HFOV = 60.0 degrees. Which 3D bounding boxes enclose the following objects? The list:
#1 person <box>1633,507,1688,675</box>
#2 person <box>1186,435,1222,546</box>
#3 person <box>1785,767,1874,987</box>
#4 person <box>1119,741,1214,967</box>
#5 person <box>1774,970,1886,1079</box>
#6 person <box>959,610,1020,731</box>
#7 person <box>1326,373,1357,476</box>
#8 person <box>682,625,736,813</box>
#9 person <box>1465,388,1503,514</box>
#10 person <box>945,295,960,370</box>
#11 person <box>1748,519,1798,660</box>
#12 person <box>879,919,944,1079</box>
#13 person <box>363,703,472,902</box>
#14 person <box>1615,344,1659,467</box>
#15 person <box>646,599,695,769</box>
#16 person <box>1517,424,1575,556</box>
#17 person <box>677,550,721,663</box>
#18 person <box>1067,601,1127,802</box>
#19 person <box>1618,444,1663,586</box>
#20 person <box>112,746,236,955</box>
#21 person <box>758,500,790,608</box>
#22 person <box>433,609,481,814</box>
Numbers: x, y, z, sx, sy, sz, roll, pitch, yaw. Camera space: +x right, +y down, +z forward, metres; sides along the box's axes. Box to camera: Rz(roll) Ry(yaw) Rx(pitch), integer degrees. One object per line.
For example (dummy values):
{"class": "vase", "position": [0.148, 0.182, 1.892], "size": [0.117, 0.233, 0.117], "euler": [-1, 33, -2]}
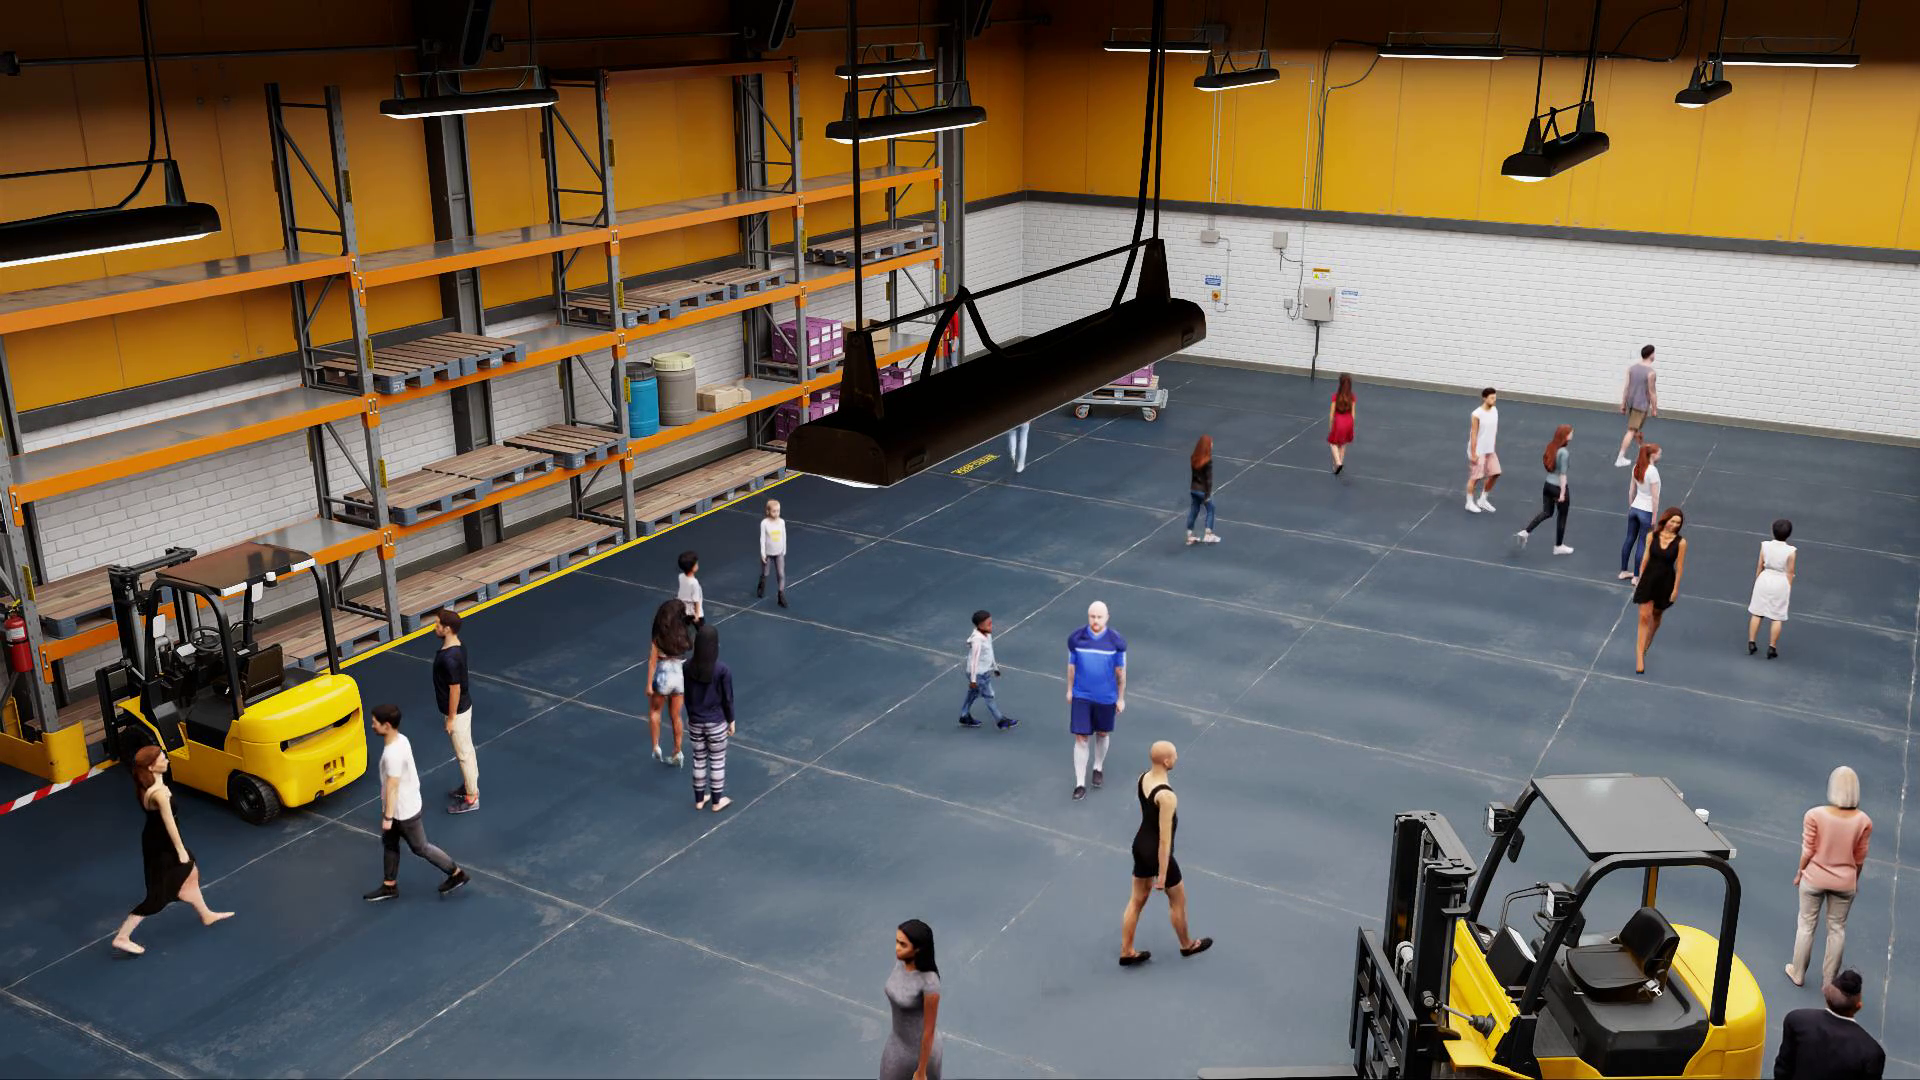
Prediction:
{"class": "person", "position": [7.428, 0.521, 17.647], "size": [0.597, 1.765, 1.163], "euler": [12, 22, 31]}
{"class": "person", "position": [3.073, -0.631, 21.537], "size": [0.778, 1.465, 0.700], "euler": [-14, 23, -37]}
{"class": "person", "position": [6.278, 2.438, 12.018], "size": [0.651, 1.724, 0.605], "euler": [5, 19, 15]}
{"class": "person", "position": [1.341, 2.339, 12.212], "size": [1.097, 1.789, 0.999], "euler": [-7, 20, -21]}
{"class": "person", "position": [4.816, 3.227, 9.313], "size": [0.802, 1.955, 0.803], "euler": [-17, 25, -40]}
{"class": "person", "position": [0.130, 1.273, 16.248], "size": [0.730, 1.231, 0.825], "euler": [2, 19, 7]}
{"class": "person", "position": [5.655, -1.676, 24.525], "size": [0.775, 1.538, 0.886], "euler": [-1, 19, -4]}
{"class": "person", "position": [-2.218, 1.569, 14.591], "size": [0.663, 1.729, 0.614], "euler": [4, 19, 13]}
{"class": "person", "position": [7.131, -1.253, 22.905], "size": [0.770, 1.771, 0.854], "euler": [-11, 21, -29]}
{"class": "person", "position": [-0.159, -3.536, 29.789], "size": [0.686, 1.705, 0.688], "euler": [-10, 21, -27]}
{"class": "person", "position": [8.792, 0.523, 17.974], "size": [0.604, 1.552, 0.613], "euler": [-17, 25, -41]}
{"class": "person", "position": [-0.190, 3.081, 10.080], "size": [1.158, 1.743, 0.874], "euler": [-14, 23, -37]}
{"class": "person", "position": [-4.314, 2.086, 13.119], "size": [1.139, 1.689, 1.033], "euler": [-5, 19, -16]}
{"class": "person", "position": [9.928, -1.943, 24.491], "size": [1.237, 1.801, 1.006], "euler": [-11, 21, -29]}
{"class": "person", "position": [-2.687, 1.364, 15.428], "size": [0.805, 1.583, 0.675], "euler": [13, 22, 33]}
{"class": "person", "position": [7.480, -0.620, 21.098], "size": [1.050, 1.725, 1.010], "euler": [-4, 19, -11]}
{"class": "person", "position": [-2.944, 0.742, 17.823], "size": [0.537, 1.232, 0.886], "euler": [13, 23, 35]}
{"class": "person", "position": [1.228, 1.380, 15.012], "size": [0.901, 1.818, 1.061], "euler": [2, 19, 7]}
{"class": "person", "position": [8.275, -0.324, 20.199], "size": [0.698, 1.737, 0.654], "euler": [-7, 20, -20]}
{"class": "person", "position": [-6.094, 2.345, 12.506], "size": [1.175, 1.590, 0.914], "euler": [-11, 21, -29]}
{"class": "person", "position": [-2.229, 0.138, 19.574], "size": [0.827, 1.261, 0.819], "euler": [-9, 21, -25]}
{"class": "person", "position": [-4.423, 1.484, 14.640], "size": [0.758, 1.859, 0.686], "euler": [-4, 19, -12]}
